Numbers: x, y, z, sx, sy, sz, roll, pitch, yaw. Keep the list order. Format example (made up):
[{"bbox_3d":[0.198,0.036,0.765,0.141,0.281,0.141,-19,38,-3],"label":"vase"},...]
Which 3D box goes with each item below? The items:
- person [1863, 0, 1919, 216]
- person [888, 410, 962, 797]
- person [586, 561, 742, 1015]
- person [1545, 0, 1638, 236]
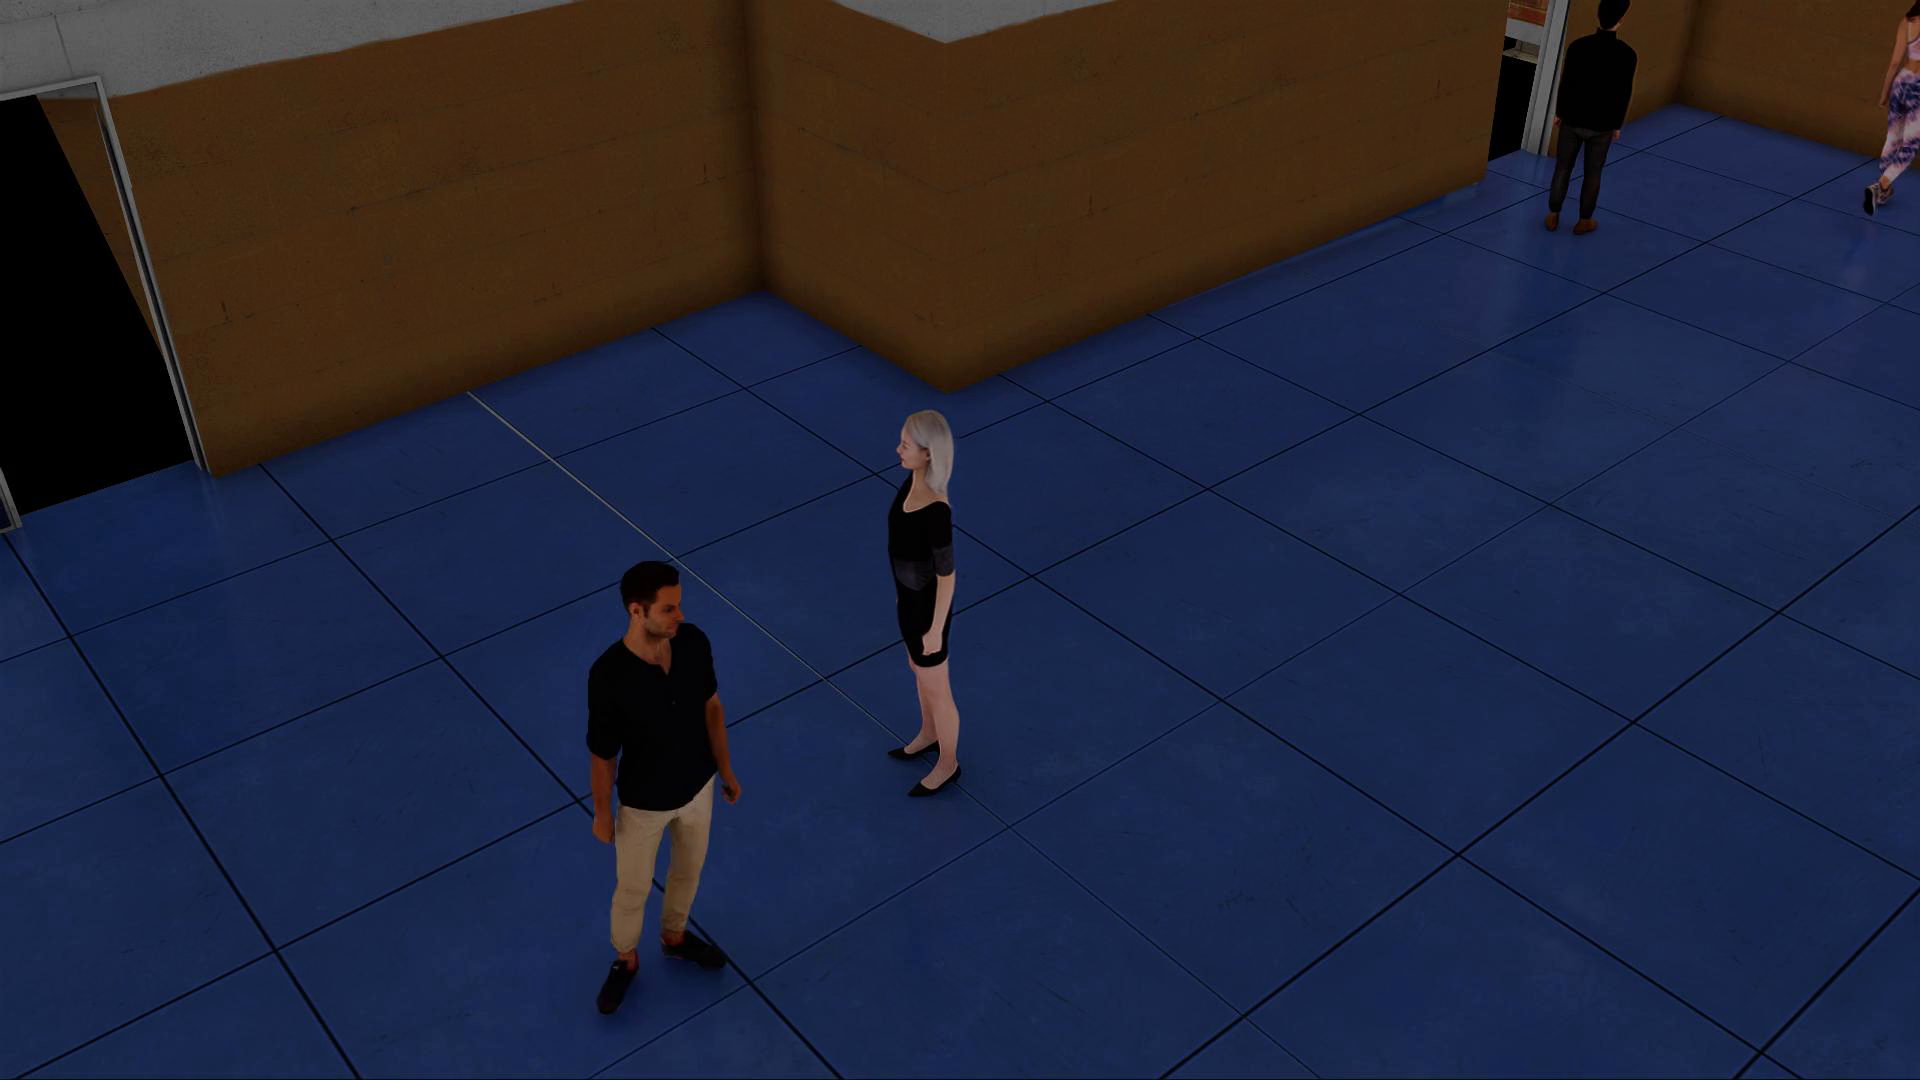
[{"bbox_3d":[6.968,-3.216,12.191,0.995,1.747,0.690,29,43,36],"label":"person"},{"bbox_3d":[-0.143,0.277,6.866,0.718,1.829,0.572,-10,35,-14],"label":"person"},{"bbox_3d":[-1.100,0.886,5.913,0.796,1.845,0.513,-16,37,-22],"label":"person"},{"bbox_3d":[4.532,-3.055,11.972,0.598,1.722,0.768,18,38,25],"label":"person"}]
